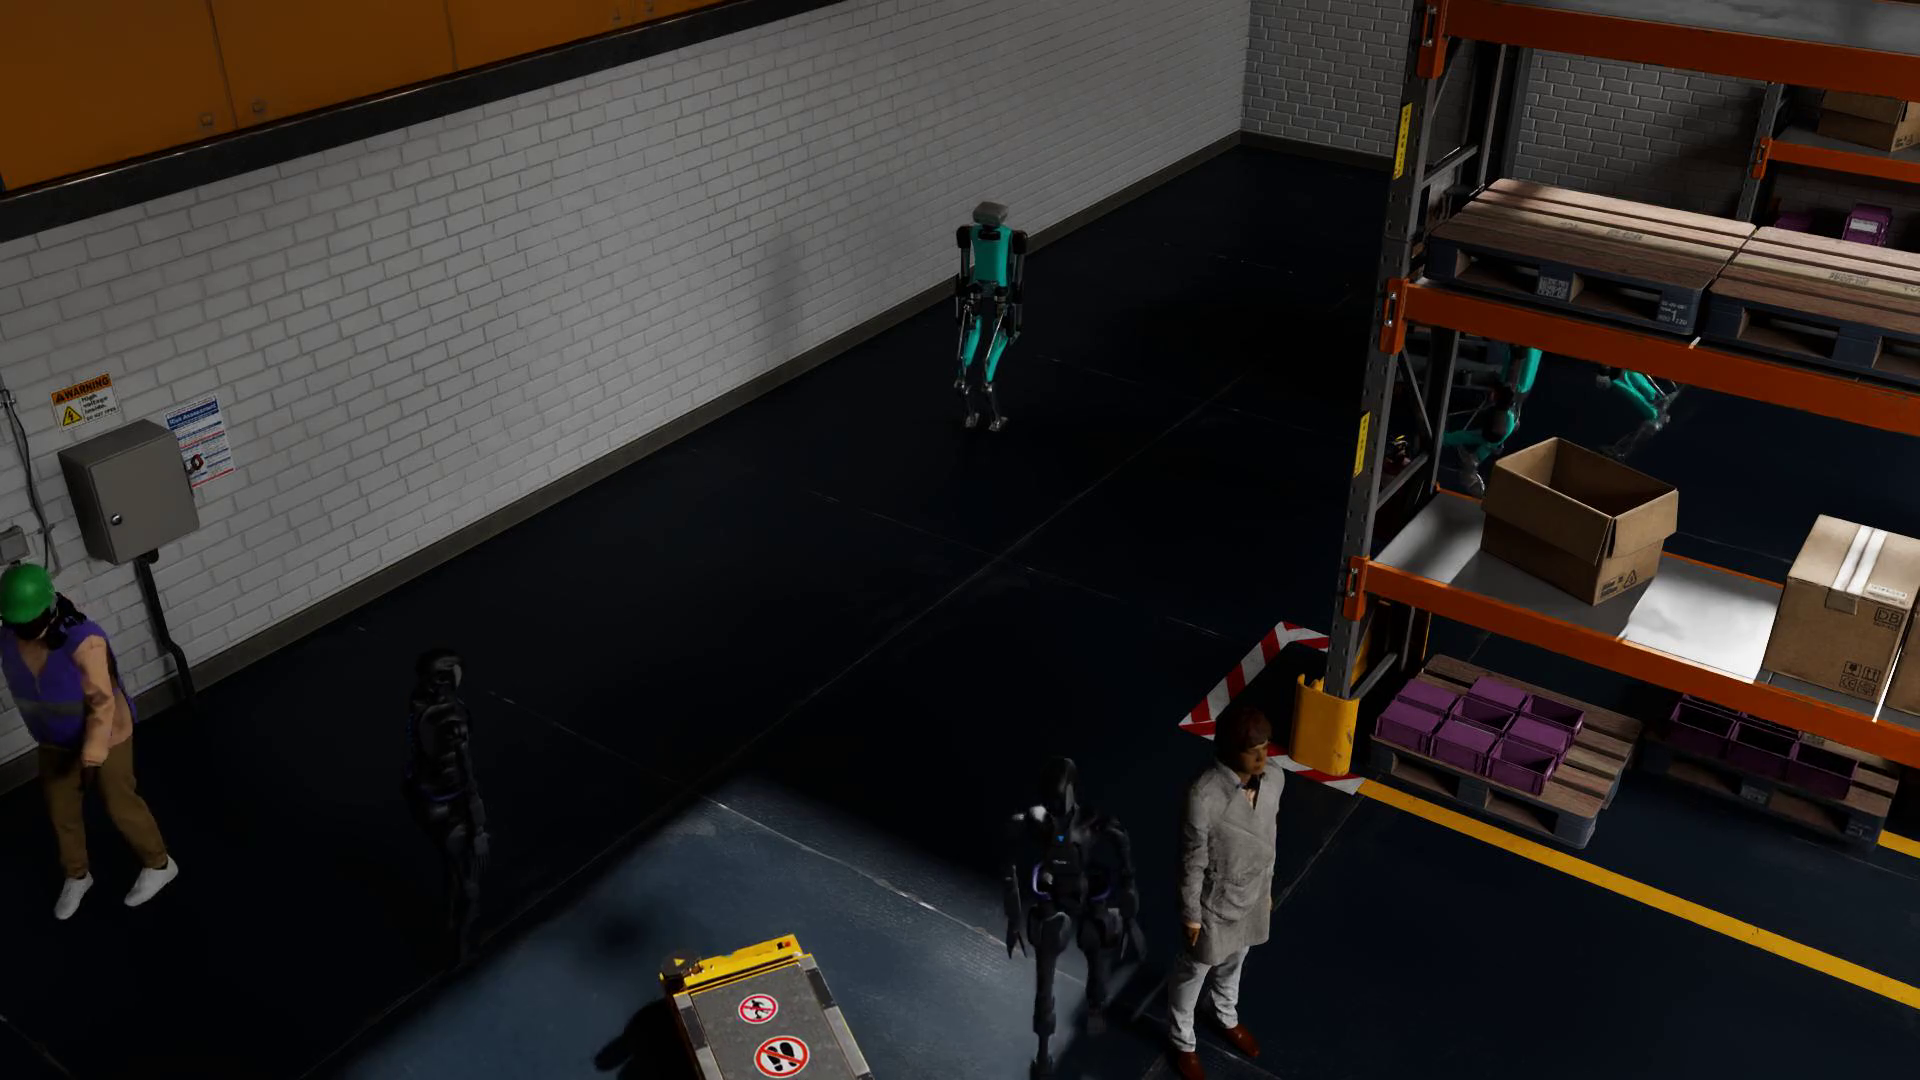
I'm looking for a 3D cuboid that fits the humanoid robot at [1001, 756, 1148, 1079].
[{"bbox_3d":[0.484,1.568,6.955,0.621,1.643,0.600,7,31,11],"label":"humanoid robot"}]

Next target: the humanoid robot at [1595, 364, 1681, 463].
[{"bbox_3d":[4.786,-1.246,11.624,0.730,1.694,0.530,26,39,37],"label":"humanoid robot"}]

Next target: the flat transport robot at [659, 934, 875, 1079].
[{"bbox_3d":[-0.794,2.242,7.150,0.659,0.231,1.431,-12,32,-20],"label":"flat transport robot"}]

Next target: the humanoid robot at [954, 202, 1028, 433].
[{"bbox_3d":[0.165,-1.575,12.198,0.530,1.697,0.705,8,31,14],"label":"humanoid robot"}]

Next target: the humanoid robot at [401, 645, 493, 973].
[{"bbox_3d":[-2.344,1.198,7.568,0.377,1.641,0.609,-23,37,-35],"label":"humanoid robot"}]

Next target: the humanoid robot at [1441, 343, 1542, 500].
[{"bbox_3d":[3.409,-0.850,11.094,1.034,1.775,0.540,17,34,26],"label":"humanoid robot"}]

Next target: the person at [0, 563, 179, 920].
[{"bbox_3d":[-4.144,0.926,7.792,0.538,1.905,0.498,3,30,5],"label":"person"}]

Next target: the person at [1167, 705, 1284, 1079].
[{"bbox_3d":[1.108,1.470,6.923,0.503,1.836,0.367,-17,34,-27],"label":"person"}]
